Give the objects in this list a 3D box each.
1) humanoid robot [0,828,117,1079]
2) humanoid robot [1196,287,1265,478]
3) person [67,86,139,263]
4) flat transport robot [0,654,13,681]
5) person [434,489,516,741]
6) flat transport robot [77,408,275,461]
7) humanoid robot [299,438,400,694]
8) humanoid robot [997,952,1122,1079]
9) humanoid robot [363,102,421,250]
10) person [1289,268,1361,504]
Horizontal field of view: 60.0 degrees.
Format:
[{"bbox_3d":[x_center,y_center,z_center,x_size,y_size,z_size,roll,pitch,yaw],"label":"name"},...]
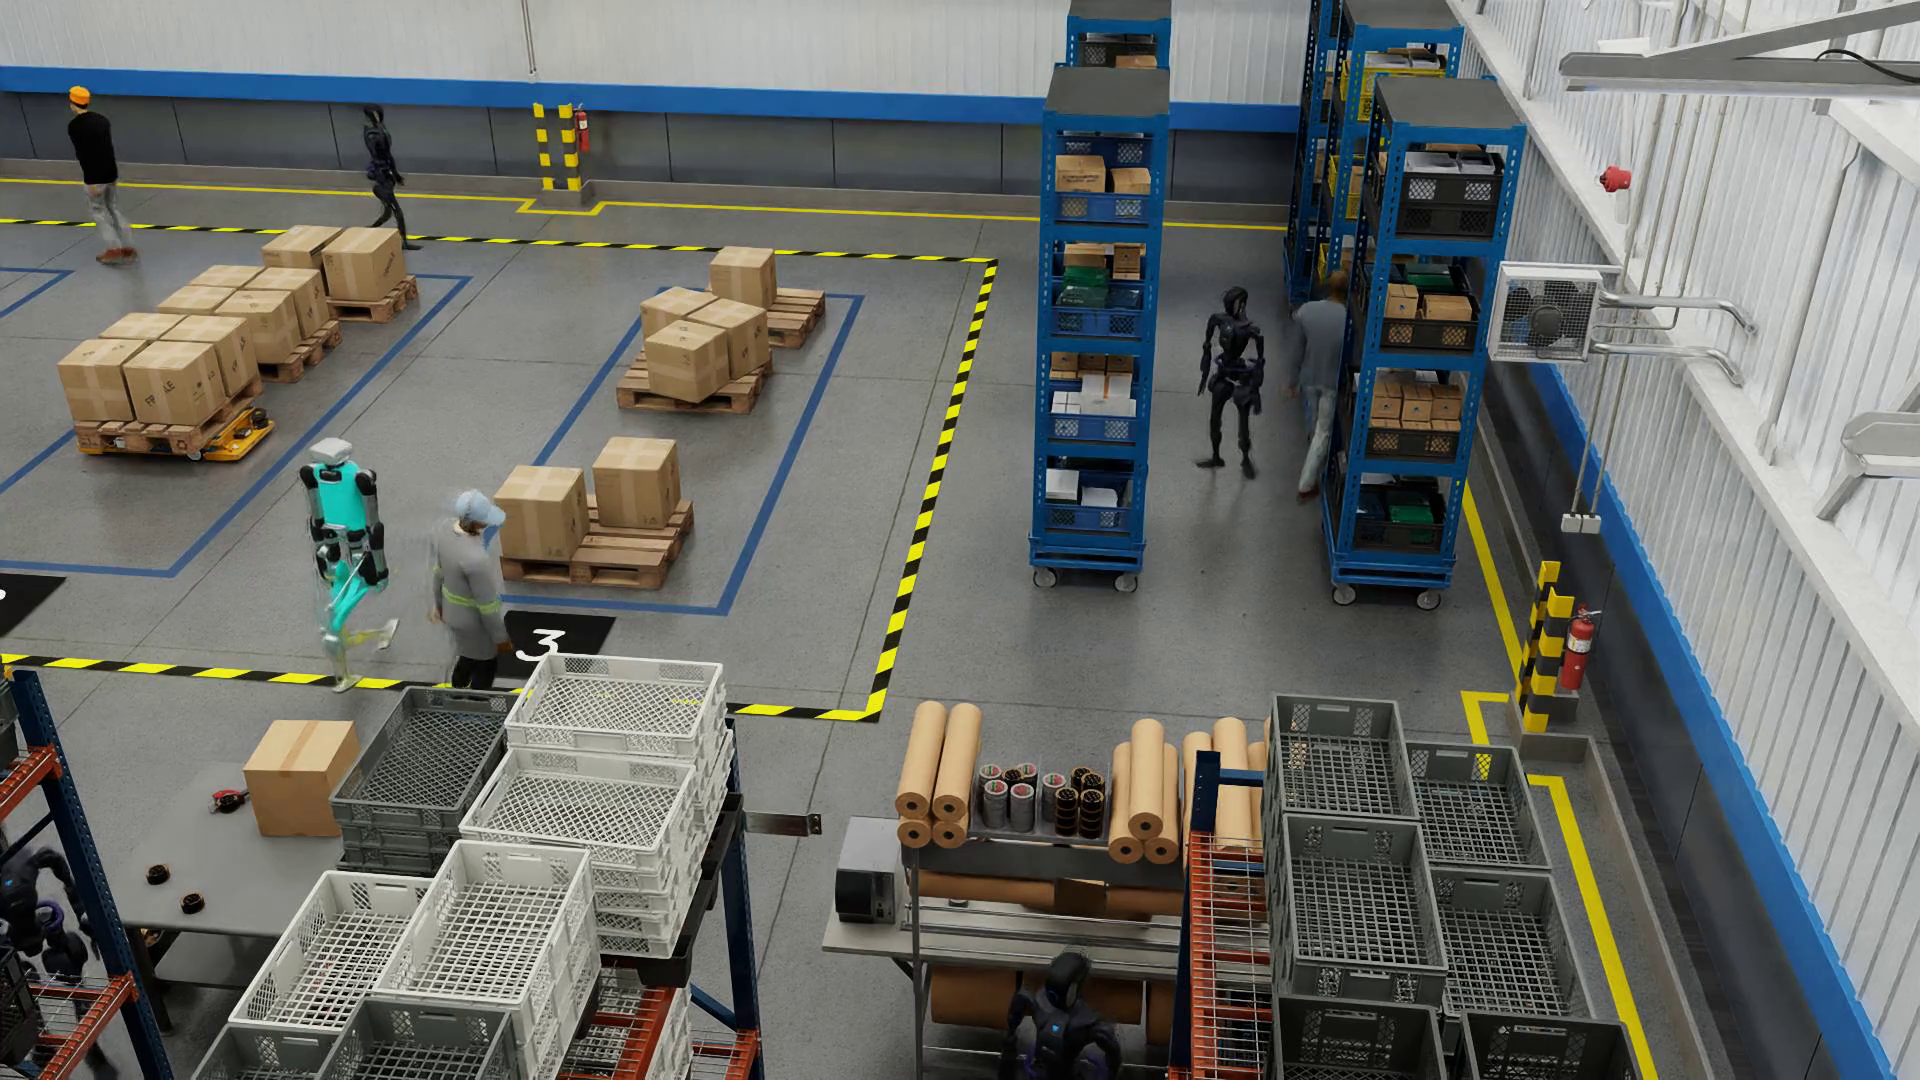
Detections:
[{"bbox_3d":[-4.354,1.976,7.874,0.354,1.650,0.615,27,39,38],"label":"humanoid robot"},{"bbox_3d":[2.219,-1.288,13.492,0.601,1.644,0.368,23,37,33],"label":"humanoid robot"},{"bbox_3d":[-9.215,-3.916,17.837,0.502,1.842,0.601,6,31,11],"label":"person"},{"bbox_3d":[-7.142,0.969,11.010,1.431,0.231,0.659,3,30,6],"label":"flat transport robot"},{"bbox_3d":[-2.992,0.472,10.328,0.491,1.810,0.619,-20,36,-30],"label":"person"},{"bbox_3d":[-6.728,-0.944,14.268,1.431,0.197,0.652,3,30,6],"label":"flat transport robot"},{"bbox_3d":[-4.045,0.230,10.818,0.550,1.725,1.044,9,31,15],"label":"humanoid robot"},{"bbox_3d":[0.429,2.401,7.151,0.586,1.643,0.376,15,33,24],"label":"humanoid robot"},{"bbox_3d":[-6.331,-3.937,18.074,0.701,1.642,0.594,-2,30,-3],"label":"humanoid robot"},{"bbox_3d":[2.996,-1.280,13.278,0.997,1.877,0.648,-26,39,-37],"label":"person"}]
